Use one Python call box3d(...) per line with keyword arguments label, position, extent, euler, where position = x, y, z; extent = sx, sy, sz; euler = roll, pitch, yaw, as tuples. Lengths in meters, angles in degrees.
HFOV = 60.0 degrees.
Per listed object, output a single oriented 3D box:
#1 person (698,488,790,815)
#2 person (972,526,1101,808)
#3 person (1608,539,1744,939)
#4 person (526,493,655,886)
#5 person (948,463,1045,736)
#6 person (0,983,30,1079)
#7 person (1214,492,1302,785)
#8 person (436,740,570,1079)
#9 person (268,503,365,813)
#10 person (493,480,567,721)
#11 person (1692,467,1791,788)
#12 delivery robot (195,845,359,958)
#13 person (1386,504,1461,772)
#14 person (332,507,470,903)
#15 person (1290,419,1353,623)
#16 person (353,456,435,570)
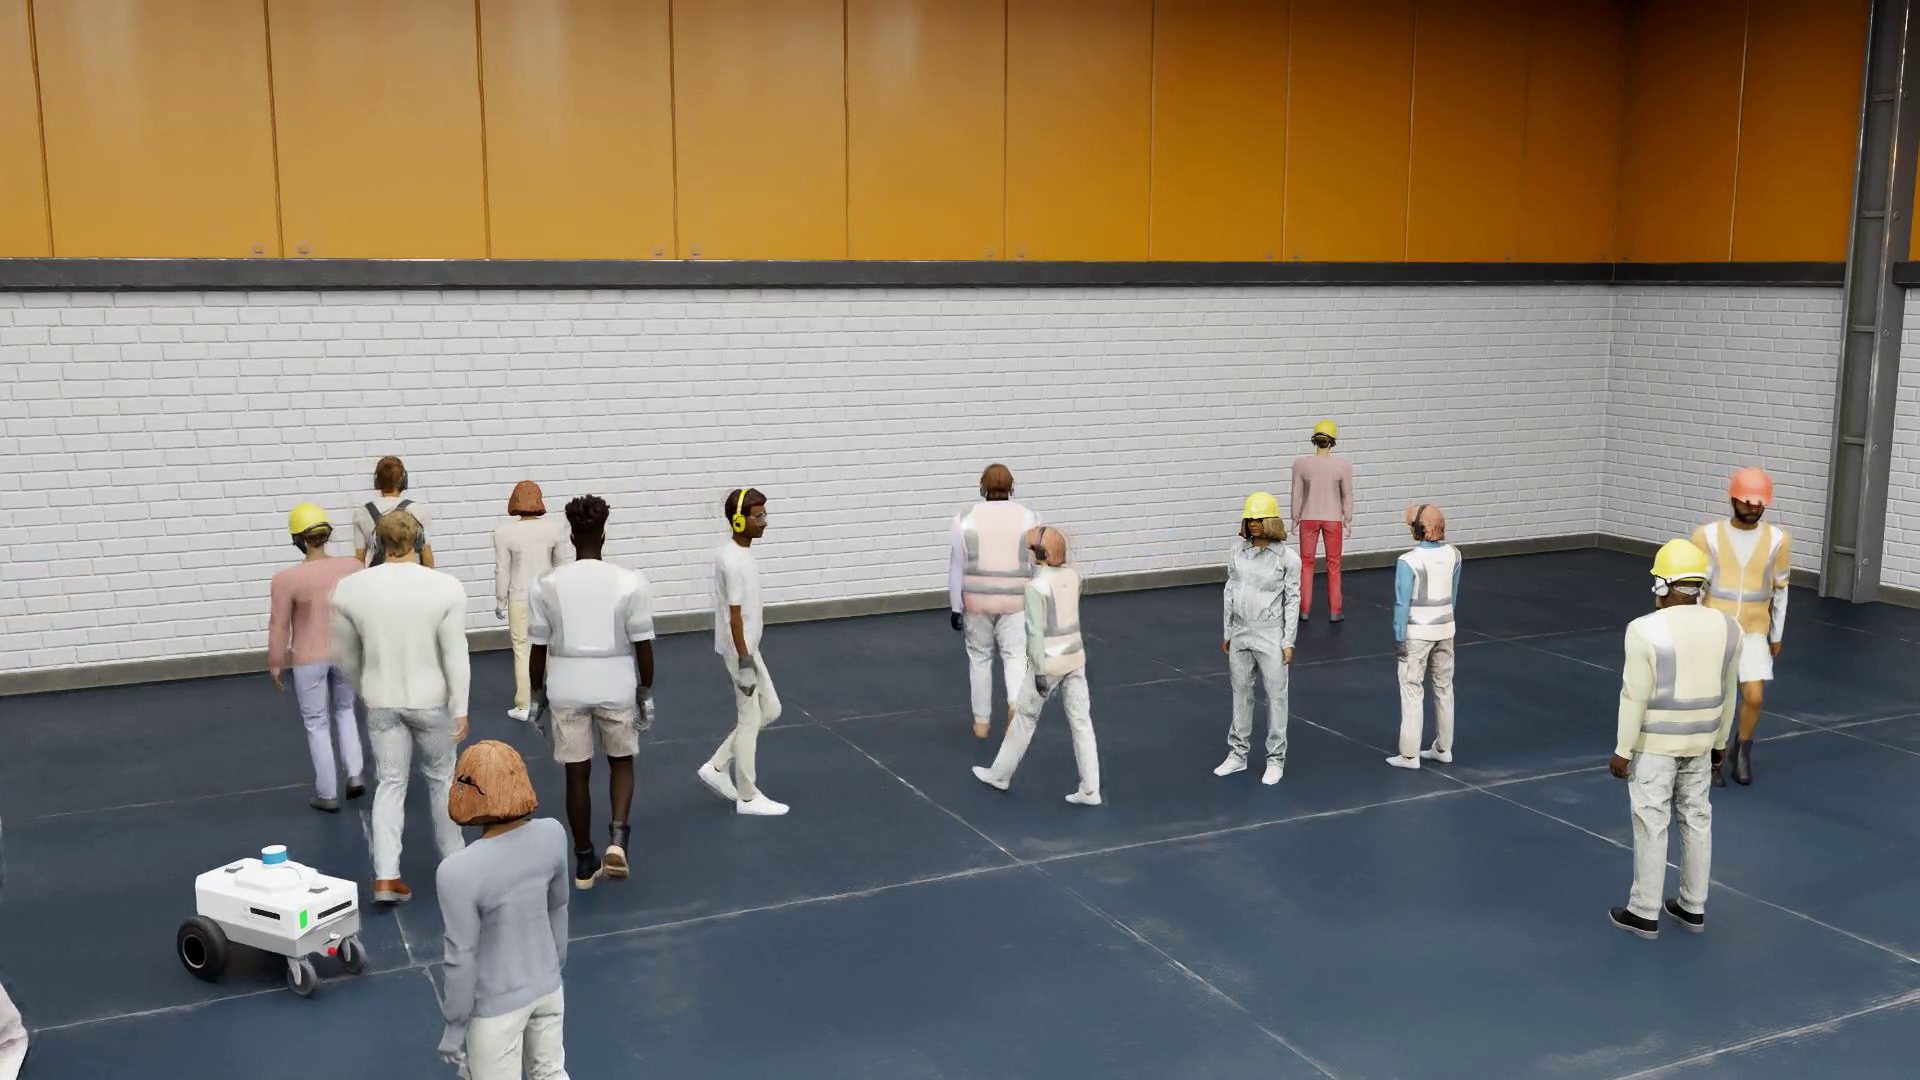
box3d(label="person", position=(-1.195, 0.629, 9.231), extent=(0.420, 1.856, 0.564), euler=(0, 9, 0))
box3d(label="person", position=(0.474, 0.712, 9.522), extent=(0.850, 1.598, 0.521), euler=(8, 12, 42))
box3d(label="person", position=(3.242, 0.904, 7.600), extent=(0.601, 1.830, 0.404), euler=(-2, 9, -15))
box3d(label="person", position=(-1.812, 0.753, 8.171), extent=(0.632, 1.951, 0.500), euler=(-1, 9, -9))
box3d(label="person", position=(0.244, 0.420, 10.668), extent=(0.634, 1.825, 0.694), euler=(0, 9, -3))
box3d(label="person", position=(-3.652, 1.193, 5.774), extent=(0.658, 1.863, 0.977), euler=(0, 9, 1))
box3d(label="person", position=(1.775, 0.578, 9.901), extent=(0.484, 1.744, 0.294), euler=(7, 11, 37))
box3d(label="person", position=(-1.384, 1.410, 5.078), extent=(0.286, 1.633, 0.500), euler=(5, 11, 30))
box3d(label="person", position=(-3.580, 0.662, 9.307), extent=(0.554, 1.752, 0.353), euler=(-9, 13, -43))
box3d(label="person", position=(-2.910, 0.408, 11.299), extent=(0.503, 1.633, 0.280), euler=(-6, 11, -33))
box3d(label="person", position=(4.537, 0.518, 9.733), extent=(0.560, 1.915, 0.453), euler=(3, 10, 17))
box3d(label="delivery robot", position=(-2.944, 1.563, 7.177), extent=(0.707, 0.478, 0.477), euler=(5, 10, 27))
box3d(label="person", position=(2.840, 0.593, 10.160), extent=(0.519, 1.633, 0.311), euler=(-5, 10, -28))
box3d(label="person", position=(-2.681, 0.801, 8.031), extent=(0.640, 1.915, 0.667), euler=(-1, 9, -7))
box3d(label="person", position=(3.131, -0.163, 14.434), extent=(0.545, 1.765, 0.333), euler=(3, 9, 15))
box3d(label="person", position=(-3.722, 0.358, 11.000), extent=(0.516, 1.844, 0.353), euler=(0, 9, -2))
